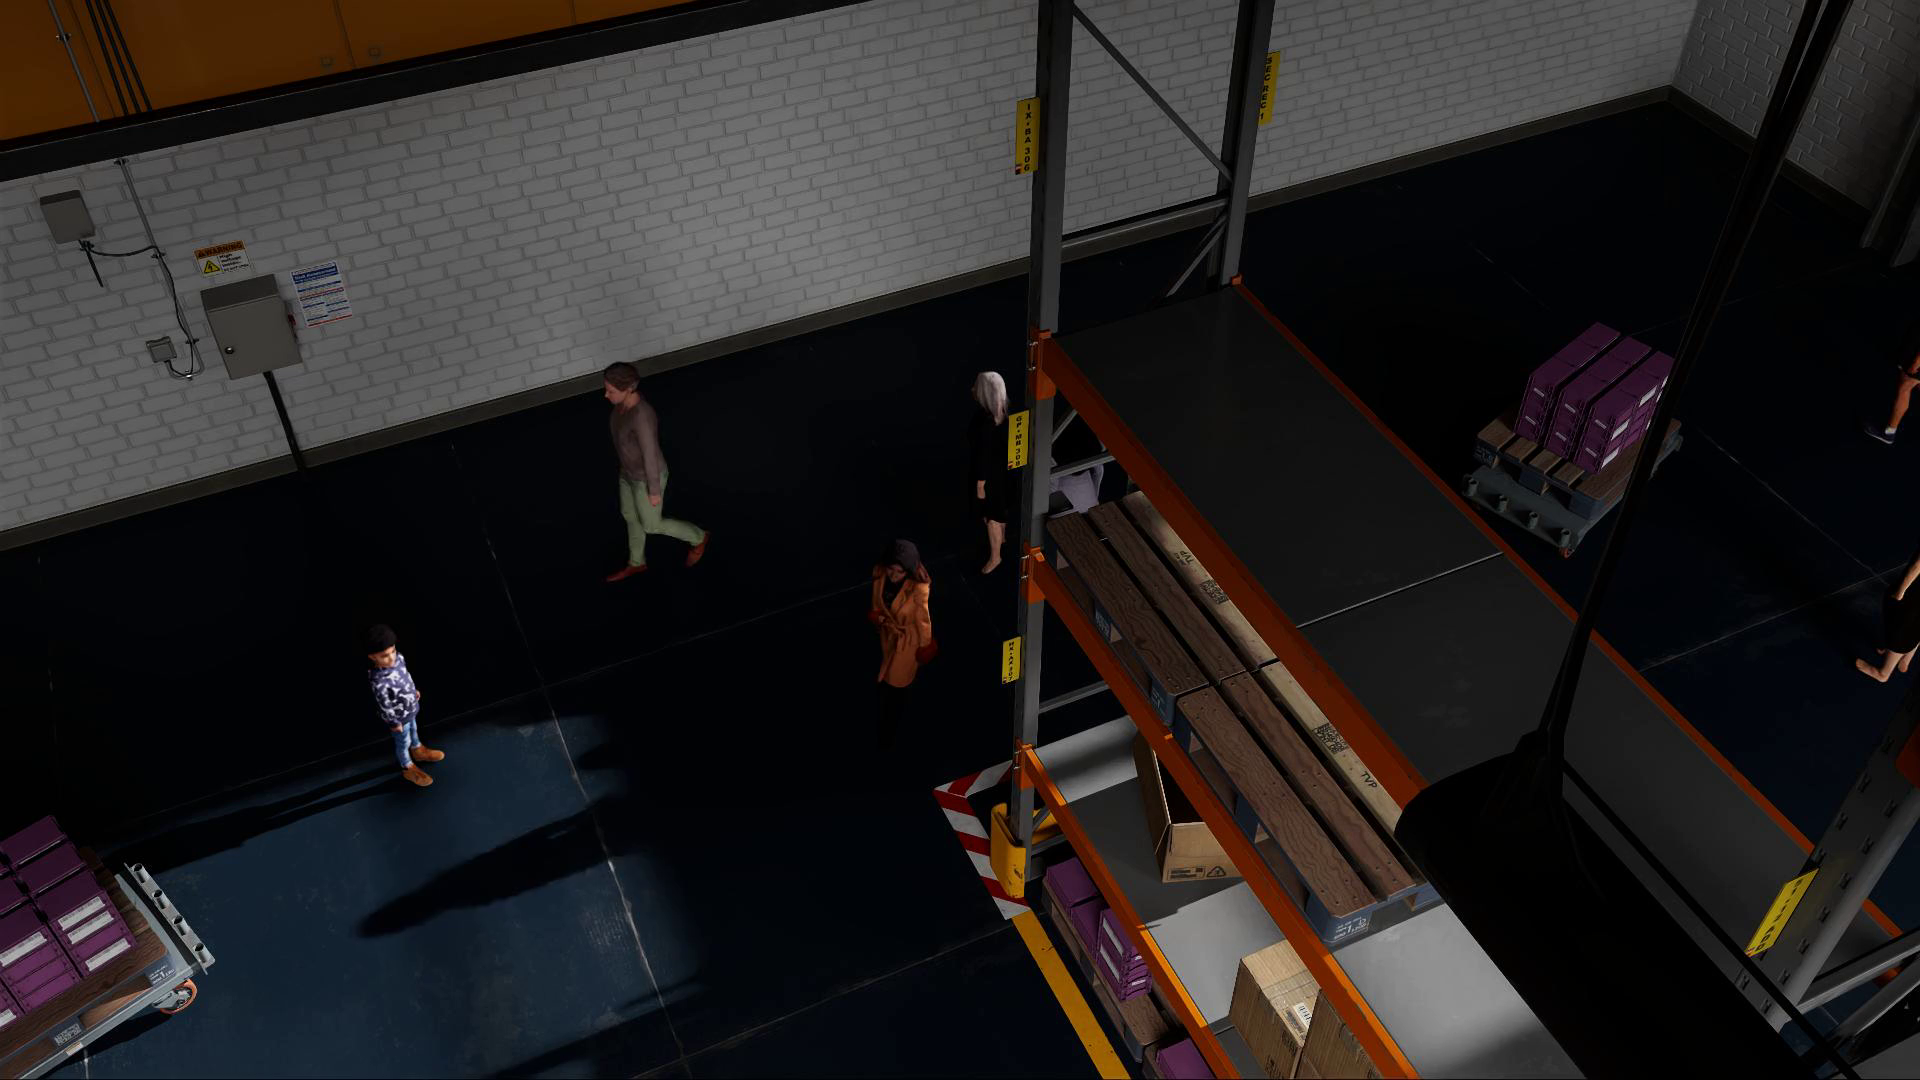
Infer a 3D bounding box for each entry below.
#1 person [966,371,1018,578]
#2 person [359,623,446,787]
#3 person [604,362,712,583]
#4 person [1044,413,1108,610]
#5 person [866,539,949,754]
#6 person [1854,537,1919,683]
[{"bbox_3d":[0.209,-0.459,11.423,0.775,1.742,0.688,8,44,8],"label":"person"},{"bbox_3d":[-3.467,1.001,10.245,0.639,1.253,0.563,8,44,8],"label":"person"},{"bbox_3d":[-2.090,-0.476,11.360,0.821,1.854,0.980,-23,48,-22],"label":"person"},{"bbox_3d":[0.760,-0.224,11.180,0.607,1.736,0.528,-20,47,-20],"label":"person"},{"bbox_3d":[-0.310,0.562,10.385,1.131,1.695,1.061,34,53,30],"label":"person"},{"bbox_3d":[6.242,0.283,10.733,0.557,1.620,0.567,-21,47,-21],"label":"person"}]
